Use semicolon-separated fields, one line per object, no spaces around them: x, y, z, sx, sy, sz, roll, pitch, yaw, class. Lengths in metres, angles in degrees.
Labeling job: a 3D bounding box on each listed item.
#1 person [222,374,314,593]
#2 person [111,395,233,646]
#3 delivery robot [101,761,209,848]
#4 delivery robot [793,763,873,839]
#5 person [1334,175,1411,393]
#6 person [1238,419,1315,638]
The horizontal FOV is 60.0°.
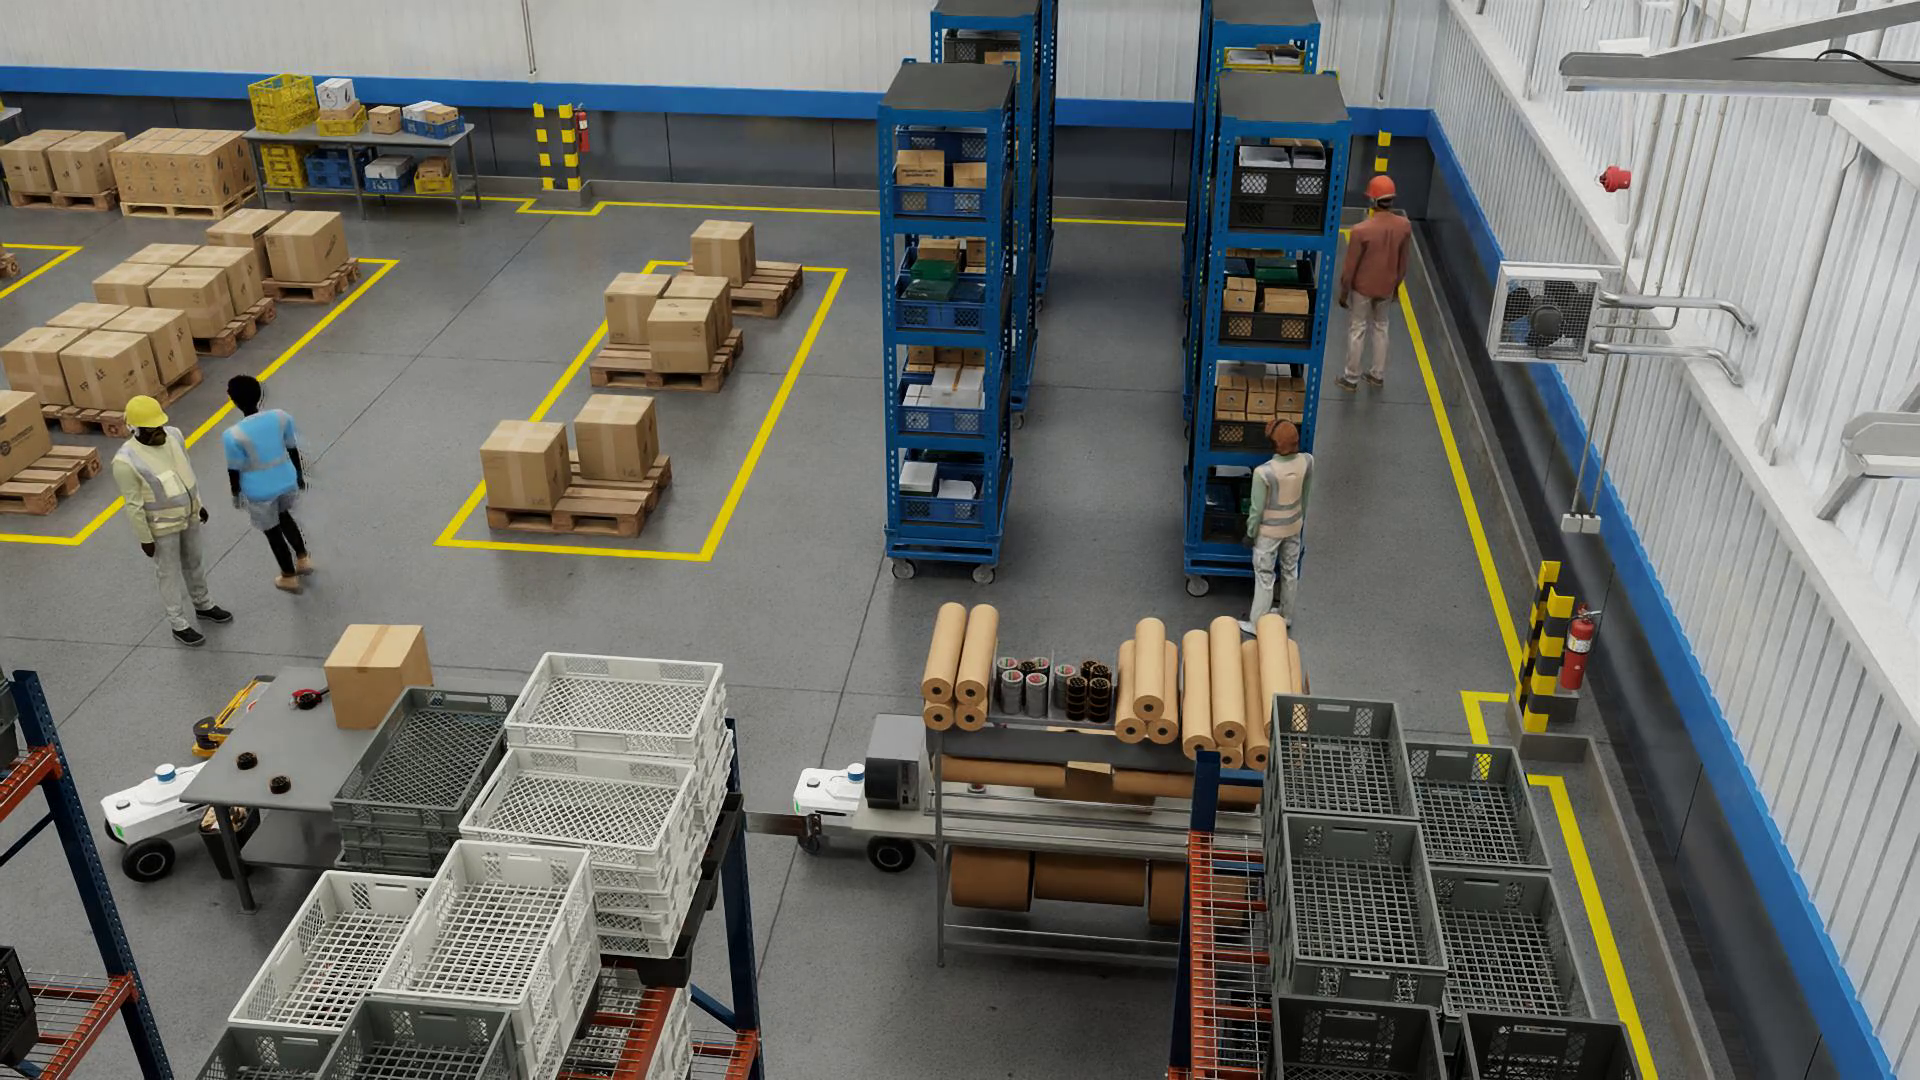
-4.963;-0.393;11.926;0.372;1.683;0.540;17;34;27;person
-5.387;-0.157;11.374;0.404;1.830;0.603;9;31;15;person
-4.562;1.520;9.665;0.707;0.478;0.477;-21;36;-31;delivery robot
-0.598;1.519;9.667;0.707;0.478;0.477;4;31;7;delivery robot
3.674;-2.280;14.874;0.617;1.988;0.397;-10;32;-16;person
2.171;-0.077;11.426;0.514;1.640;0.310;-16;34;-26;person
